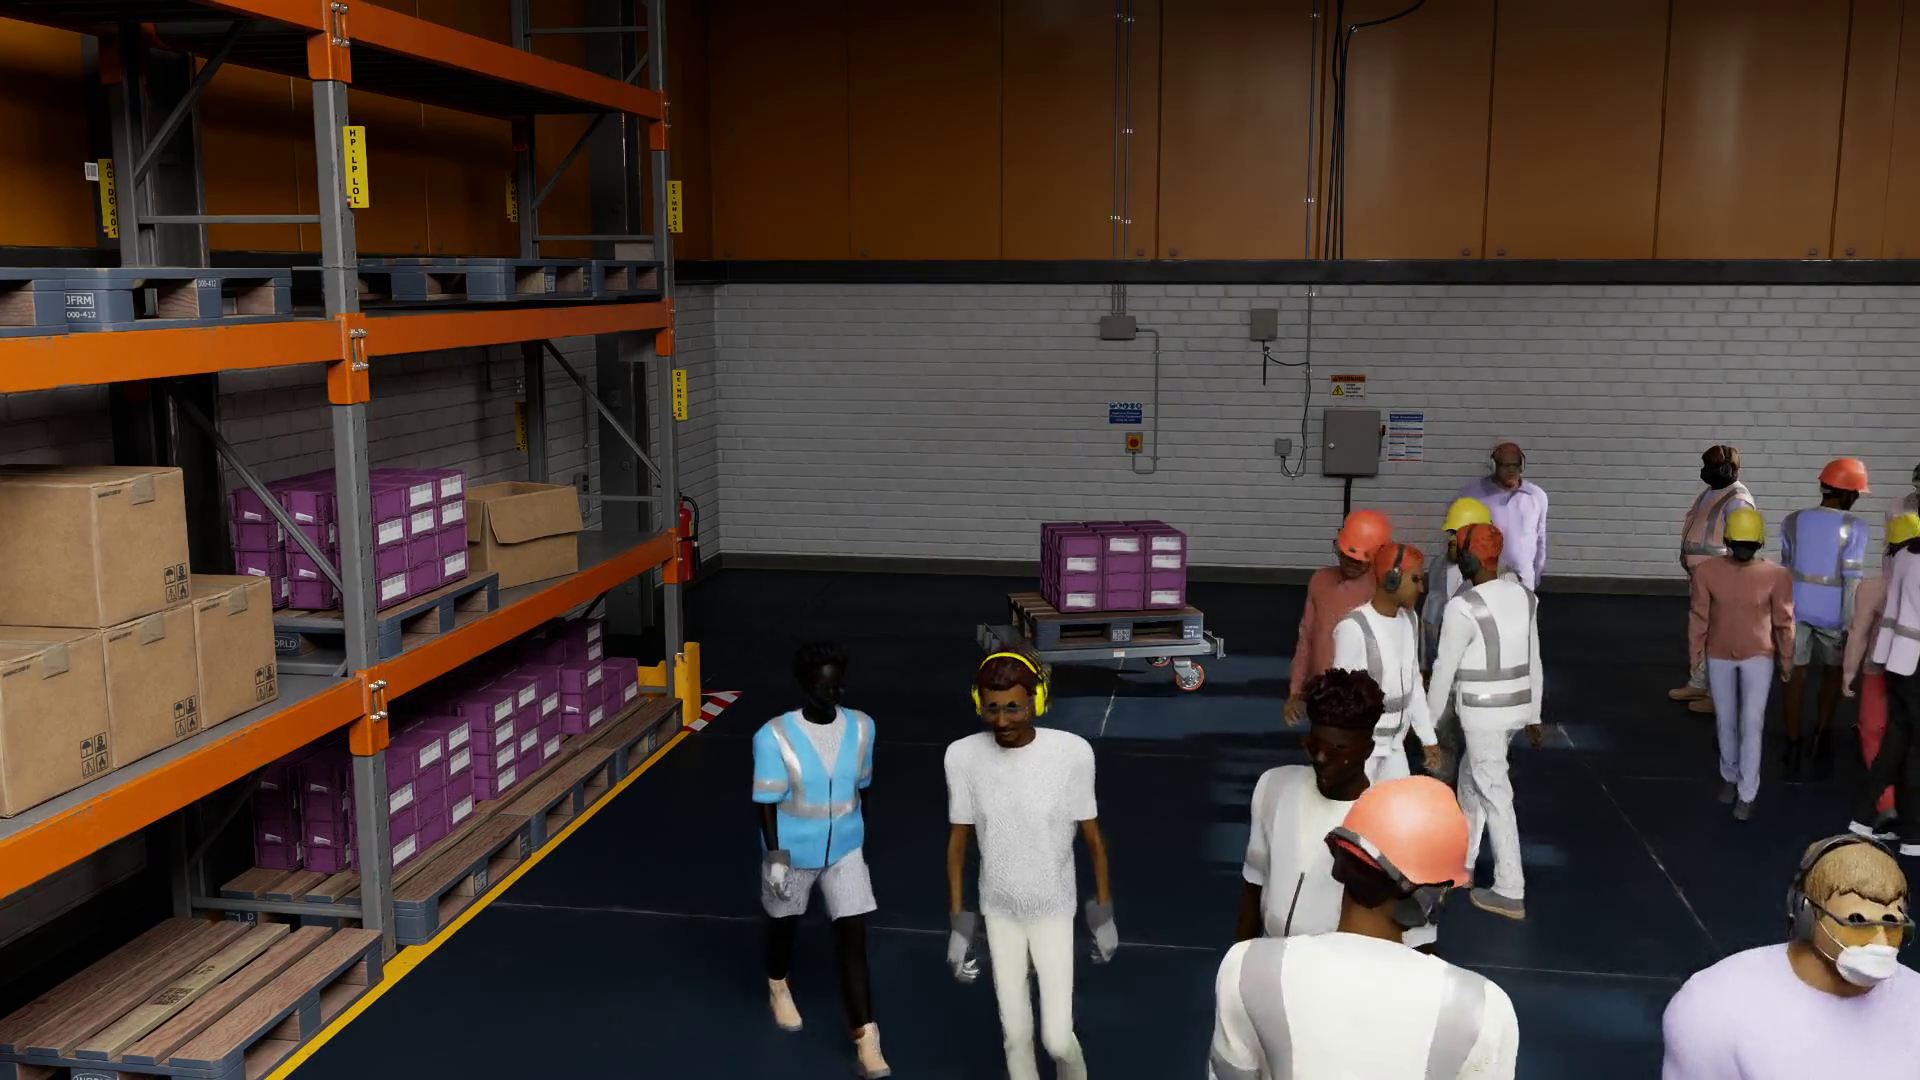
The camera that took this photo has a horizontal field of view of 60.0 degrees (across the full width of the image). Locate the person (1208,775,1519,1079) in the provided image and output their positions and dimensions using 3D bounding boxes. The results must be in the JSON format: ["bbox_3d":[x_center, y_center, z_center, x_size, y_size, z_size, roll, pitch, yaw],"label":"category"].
[{"bbox_3d":[0.808,1.468,3.511,0.639,2.015,0.590,2,10,15],"label":"person"}]

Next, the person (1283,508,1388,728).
[{"bbox_3d":[1.910,0.777,8.012,0.906,1.936,0.659,-4,10,-24],"label":"person"}]

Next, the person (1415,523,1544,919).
[{"bbox_3d":[2.420,0.832,7.937,0.572,1.851,0.800,-7,12,-38],"label":"person"}]

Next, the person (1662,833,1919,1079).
[{"bbox_3d":[1.756,1.514,3.535,0.635,1.924,0.743,0,9,1],"label":"person"}]

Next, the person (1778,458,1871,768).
[{"bbox_3d":[5.271,0.441,10.187,0.531,1.905,0.594,8,12,41],"label":"person"}]

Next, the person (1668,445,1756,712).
[{"bbox_3d":[5.199,0.263,11.491,0.429,1.844,0.624,0,9,3],"label":"person"}]

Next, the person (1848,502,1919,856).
[{"bbox_3d":[4.989,0.696,8.628,0.418,1.930,0.596,1,9,8],"label":"person"}]

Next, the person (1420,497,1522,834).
[{"bbox_3d":[2.700,0.678,8.950,0.404,1.831,0.600,-6,11,-33],"label":"person"}]

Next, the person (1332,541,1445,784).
[{"bbox_3d":[1.864,0.930,7.405,0.613,1.854,0.470,-8,13,-42],"label":"person"}]

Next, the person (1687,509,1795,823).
[{"bbox_3d":[4.320,0.683,9.260,0.531,1.730,0.737,6,11,35],"label":"person"}]

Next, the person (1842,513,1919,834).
[{"bbox_3d":[5.072,0.721,8.981,0.538,1.743,0.770,2,9,10],"label":"person"}]

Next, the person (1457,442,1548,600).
[{"bbox_3d":[3.738,0.235,11.582,0.653,1.871,0.930,1,9,4],"label":"person"}]

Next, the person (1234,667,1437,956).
[{"bbox_3d":[1.083,1.294,4.824,0.861,1.941,0.626,-7,12,-37],"label":"person"}]

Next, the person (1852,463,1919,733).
[{"bbox_3d":[6.303,0.368,10.846,0.996,1.846,0.649,-7,12,-37],"label":"person"}]

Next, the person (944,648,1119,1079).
[{"bbox_3d":[0.224,1.244,5.431,0.556,1.841,0.412,2,10,15],"label":"person"}]

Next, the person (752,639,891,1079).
[{"bbox_3d":[-0.551,1.185,6.383,0.535,1.650,0.889,-5,10,-26],"label":"person"}]
